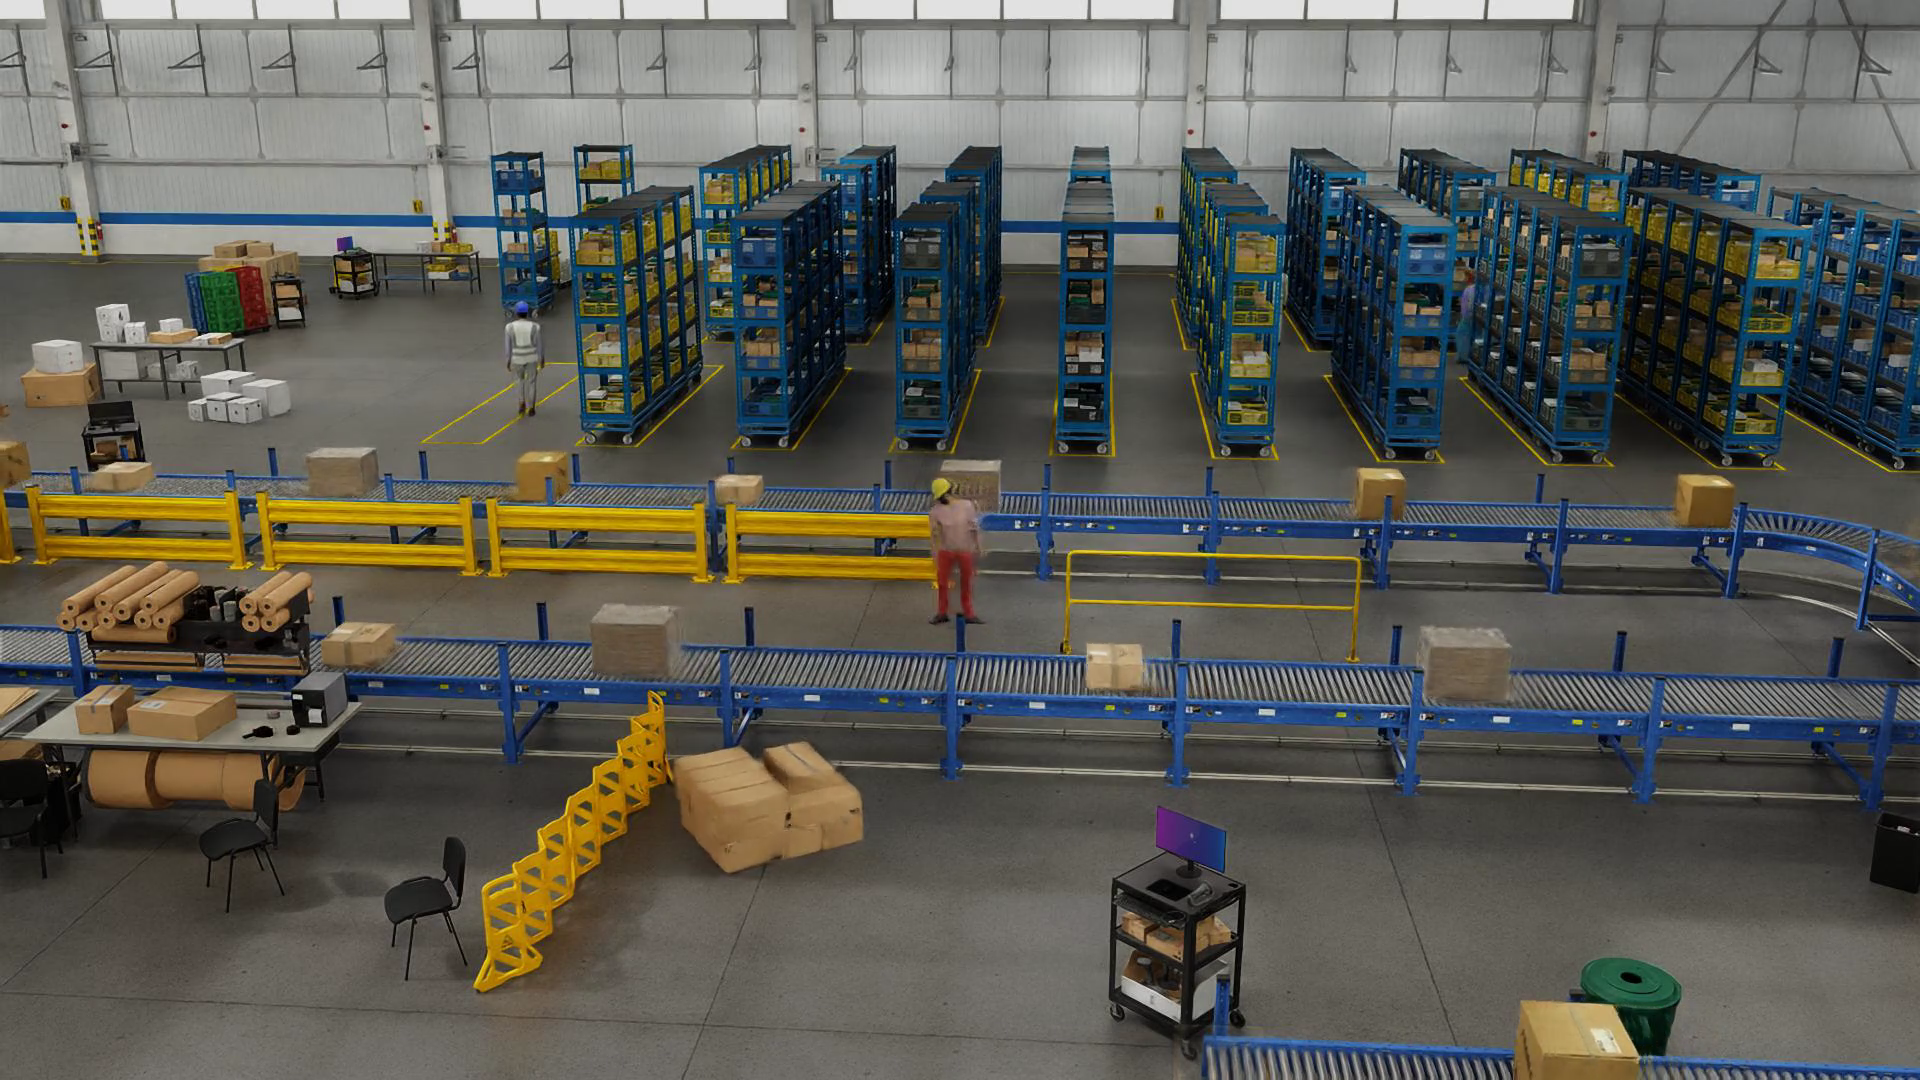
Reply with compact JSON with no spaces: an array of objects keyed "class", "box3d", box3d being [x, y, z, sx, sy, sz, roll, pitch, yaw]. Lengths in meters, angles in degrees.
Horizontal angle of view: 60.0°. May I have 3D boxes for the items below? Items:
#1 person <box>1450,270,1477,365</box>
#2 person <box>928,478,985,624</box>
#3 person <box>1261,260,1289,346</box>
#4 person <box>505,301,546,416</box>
[{"class":"person","box3d":[9.785,-4.314,32.244,0.636,1.828,0.562,5,18,16]},{"class":"person","box3d":[-0.012,0.140,18.314,0.645,1.718,0.324,-2,18,-5]},{"class":"person","box3d":[6.396,-4.863,33.993,0.586,1.833,0.403,-3,18,-8]},{"class":"person","box3d":[-7.364,-3.099,28.234,0.656,1.918,0.791,-4,18,-13]}]
